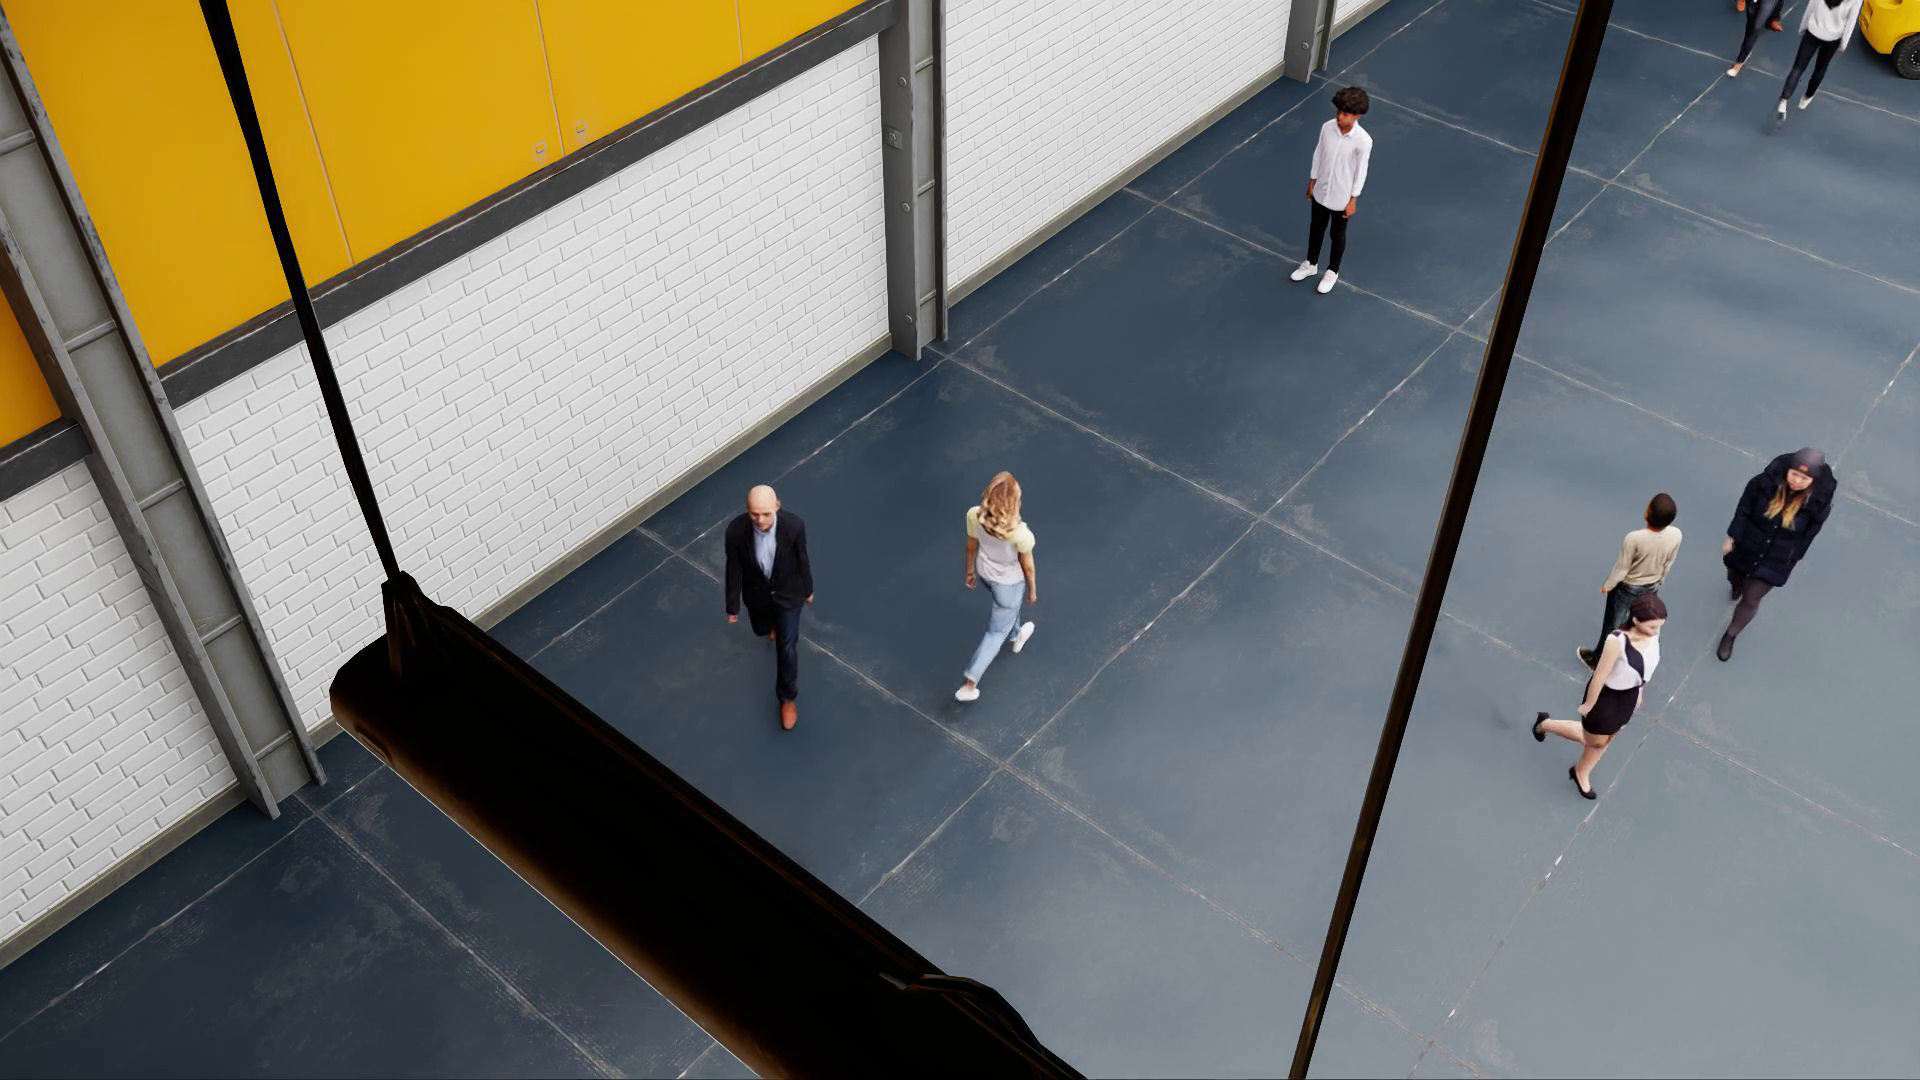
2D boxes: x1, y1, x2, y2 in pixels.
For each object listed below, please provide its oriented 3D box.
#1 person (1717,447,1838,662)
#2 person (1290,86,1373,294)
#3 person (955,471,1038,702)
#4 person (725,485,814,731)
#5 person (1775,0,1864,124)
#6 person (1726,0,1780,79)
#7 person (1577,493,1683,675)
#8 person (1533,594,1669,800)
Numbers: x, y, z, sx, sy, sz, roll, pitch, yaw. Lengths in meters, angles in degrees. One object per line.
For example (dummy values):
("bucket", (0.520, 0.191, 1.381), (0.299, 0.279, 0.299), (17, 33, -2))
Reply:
("person", (5.234, 0.000, 10.776), (0.702, 1.654, 1.013), (27, 50, 26))
("person", (3.094, -2.899, 13.706), (0.625, 1.810, 0.566), (32, 52, 29))
("person", (0.215, 0.315, 10.420), (0.728, 1.689, 1.174), (25, 49, 24))
("person", (-1.172, 0.276, 10.402), (1.182, 1.771, 1.266), (-1, 44, -2))
("person", (8.126, -4.743, 15.742), (0.667, 1.672, 1.045), (27, 50, 25))
("person", (8.024, -5.532, 16.513), (0.626, 1.752, 0.975), (29, 51, 27))
("person", (4.312, 0.289, 10.612), (0.613, 1.463, 0.691), (-7, 44, -8))
("person", (3.805, 0.875, 9.870), (0.790, 1.637, 0.743), (-23, 48, -22))
